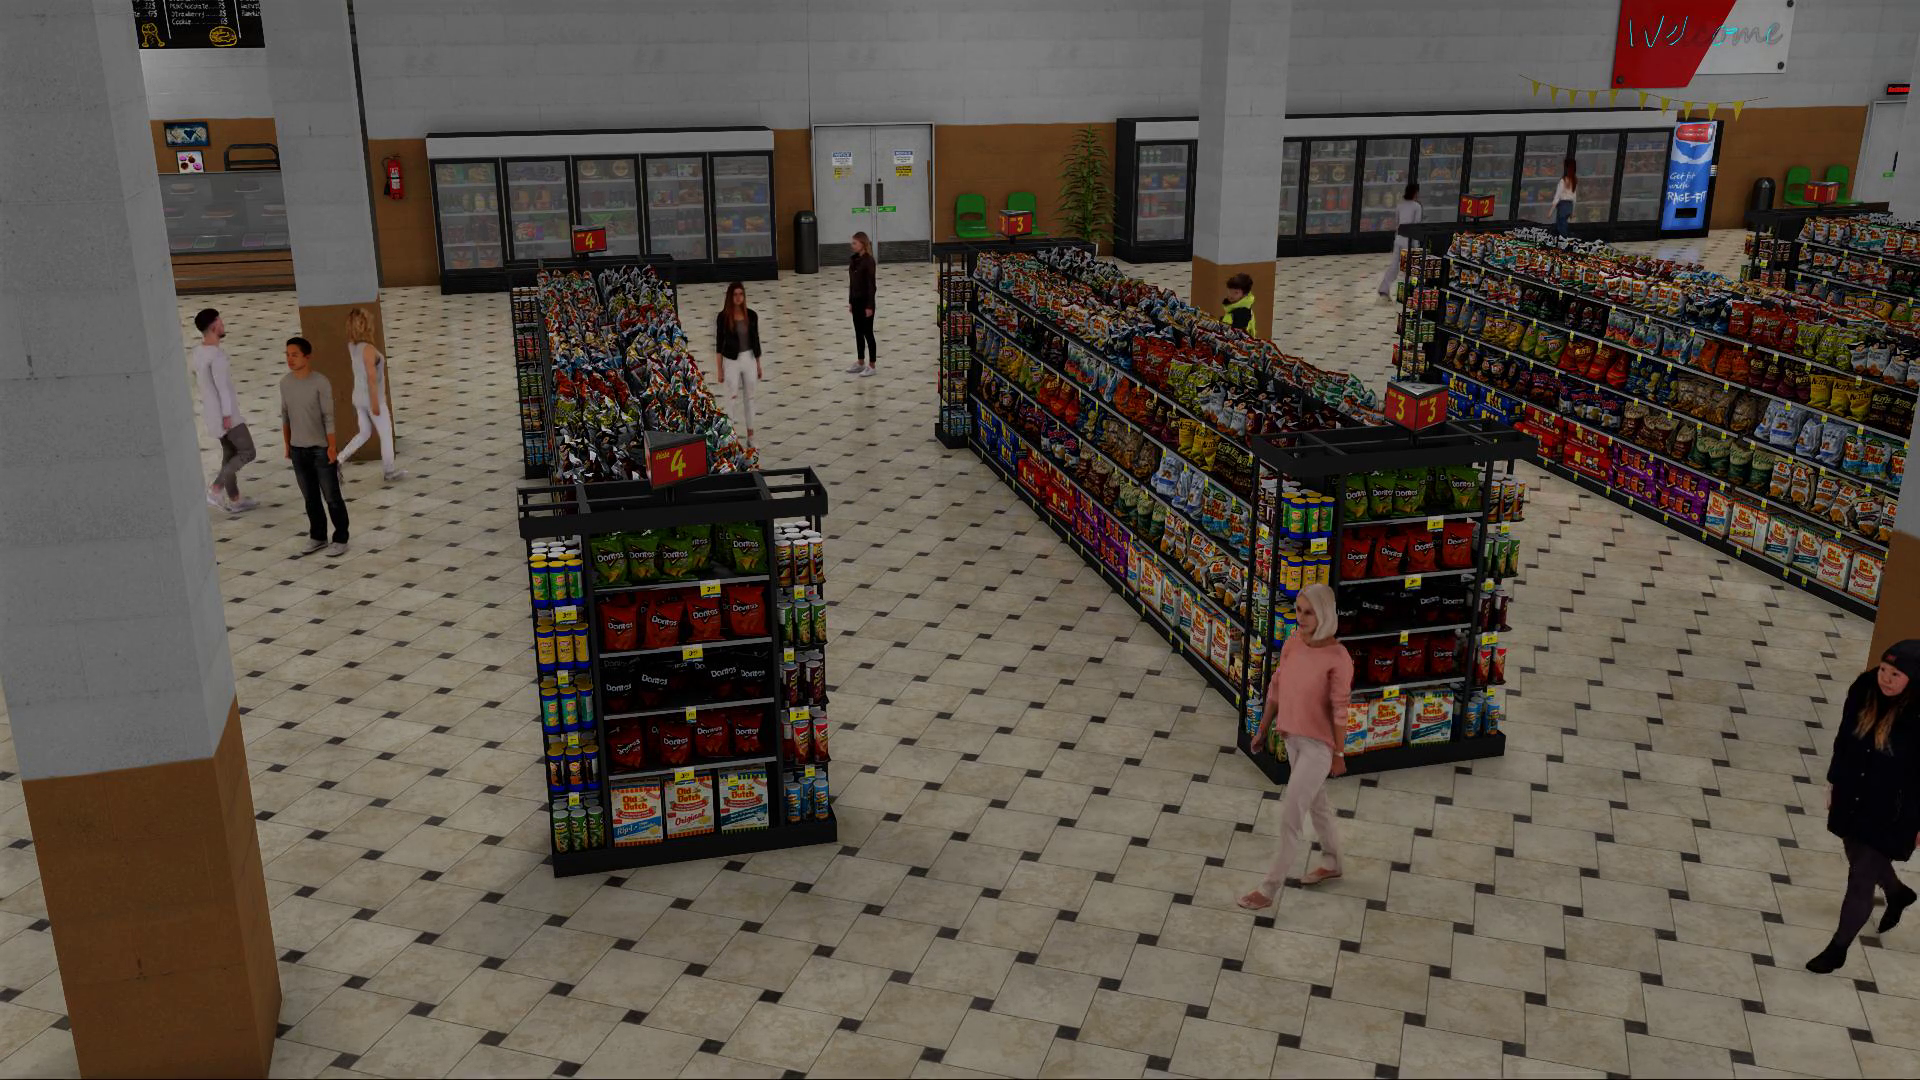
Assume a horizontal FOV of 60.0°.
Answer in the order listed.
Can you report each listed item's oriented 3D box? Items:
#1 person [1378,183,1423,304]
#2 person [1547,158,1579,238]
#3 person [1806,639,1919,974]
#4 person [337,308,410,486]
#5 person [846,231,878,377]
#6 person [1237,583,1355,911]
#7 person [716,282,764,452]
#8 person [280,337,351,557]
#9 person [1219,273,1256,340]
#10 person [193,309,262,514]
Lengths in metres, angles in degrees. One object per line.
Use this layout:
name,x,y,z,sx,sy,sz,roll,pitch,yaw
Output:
person,6.407,-4.269,24.067,0.988,1.704,1.140,-15,24,-37
person,10.071,-5.428,27.490,0.778,1.712,0.897,-16,25,-40
person,4.381,1.234,7.827,0.863,1.651,1.047,-9,21,-25
person,-5.529,-1.294,15.327,1.015,1.649,0.966,17,25,42
person,-1.146,-2.809,19.732,0.729,1.706,0.575,-14,23,-35
person,1.836,1.011,8.425,0.832,1.692,0.998,-9,21,-26
person,-2.190,-1.727,16.532,0.622,1.701,0.539,-7,20,-19
person,-5.243,-0.767,13.517,0.705,1.809,0.696,5,19,13
person,2.619,-1.584,15.717,1.014,1.950,0.835,8,20,23
person,-6.469,-1.092,14.450,0.871,1.828,0.919,18,25,42
